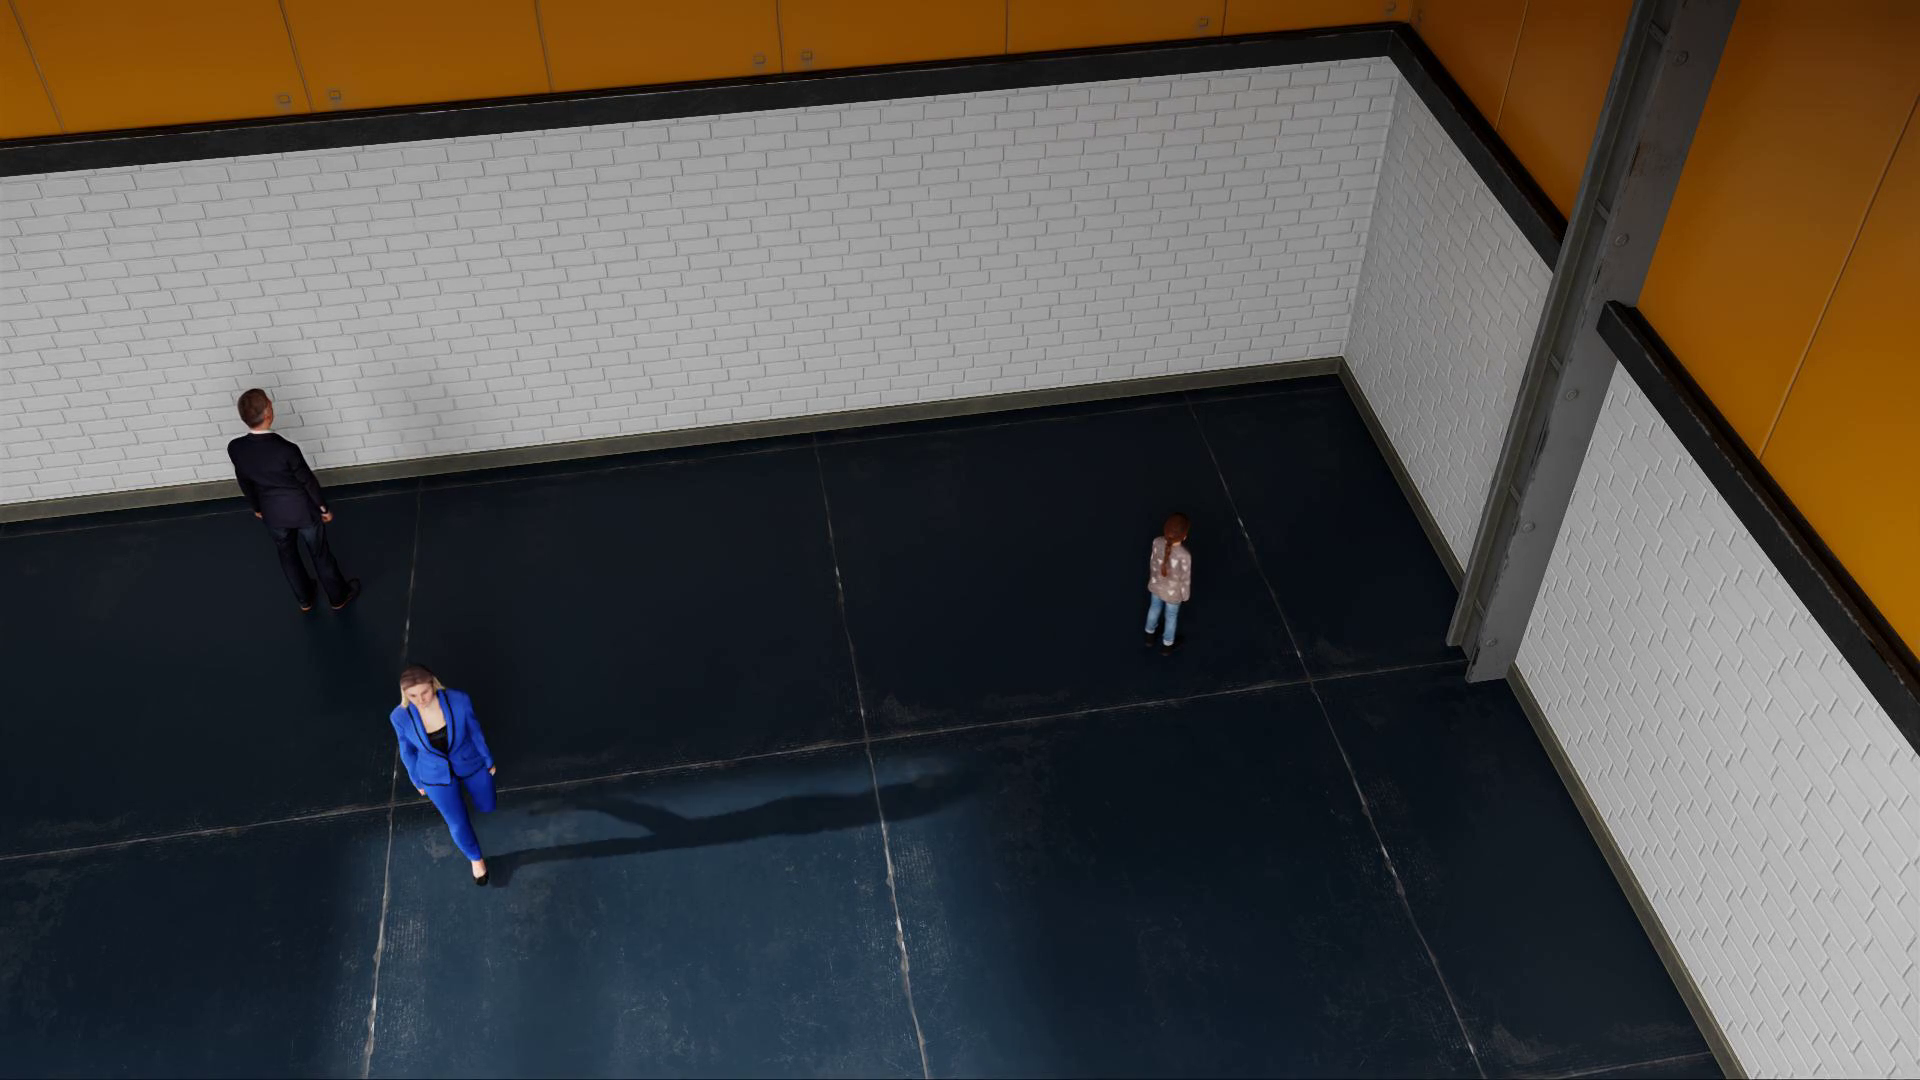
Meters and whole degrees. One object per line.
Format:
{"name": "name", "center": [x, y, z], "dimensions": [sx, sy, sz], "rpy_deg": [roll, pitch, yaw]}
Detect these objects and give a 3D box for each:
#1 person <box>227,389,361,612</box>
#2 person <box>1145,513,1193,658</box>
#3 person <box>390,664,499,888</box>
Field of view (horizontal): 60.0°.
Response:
{"name": "person", "center": [-4.481, -0.242, 11.090], "dimensions": [0.748, 1.813, 0.686], "rpy_deg": [3, 44, 4]}
{"name": "person", "center": [1.374, 0.293, 10.977], "dimensions": [0.536, 1.193, 0.612], "rpy_deg": [34, 53, 31]}
{"name": "person", "center": [-2.936, 1.268, 9.597], "dimensions": [0.758, 1.684, 0.938], "rpy_deg": [-17, 46, -17]}
